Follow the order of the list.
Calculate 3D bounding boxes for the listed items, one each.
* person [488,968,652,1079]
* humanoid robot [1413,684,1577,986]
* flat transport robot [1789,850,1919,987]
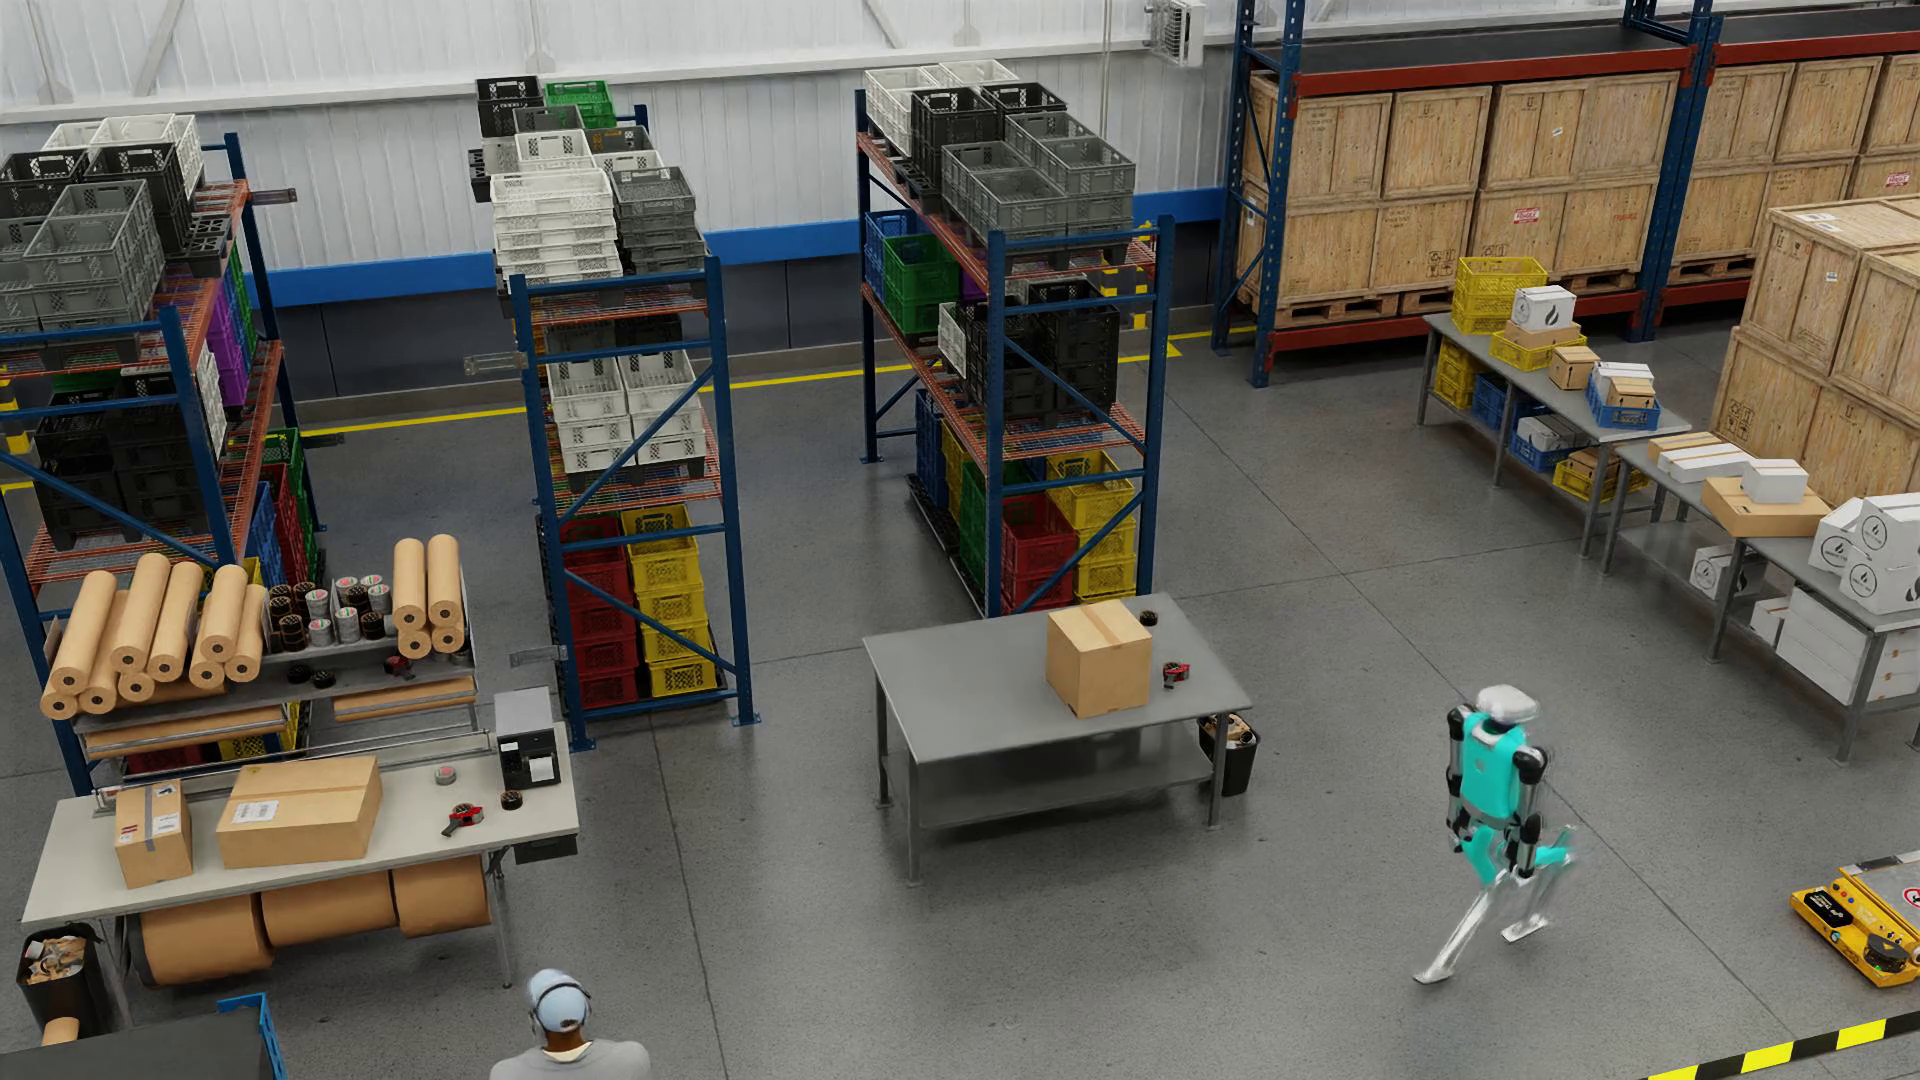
[{"bbox_3d":[-1.408,2.339,6.260,0.597,1.851,0.381,-7,29,-12],"label":"person"},{"bbox_3d":[2.719,1.408,8.129,1.047,1.752,0.540,-17,33,-28],"label":"humanoid robot"},{"bbox_3d":[5.163,1.916,8.676,1.431,0.231,0.659,-8,30,-14],"label":"flat transport robot"}]
